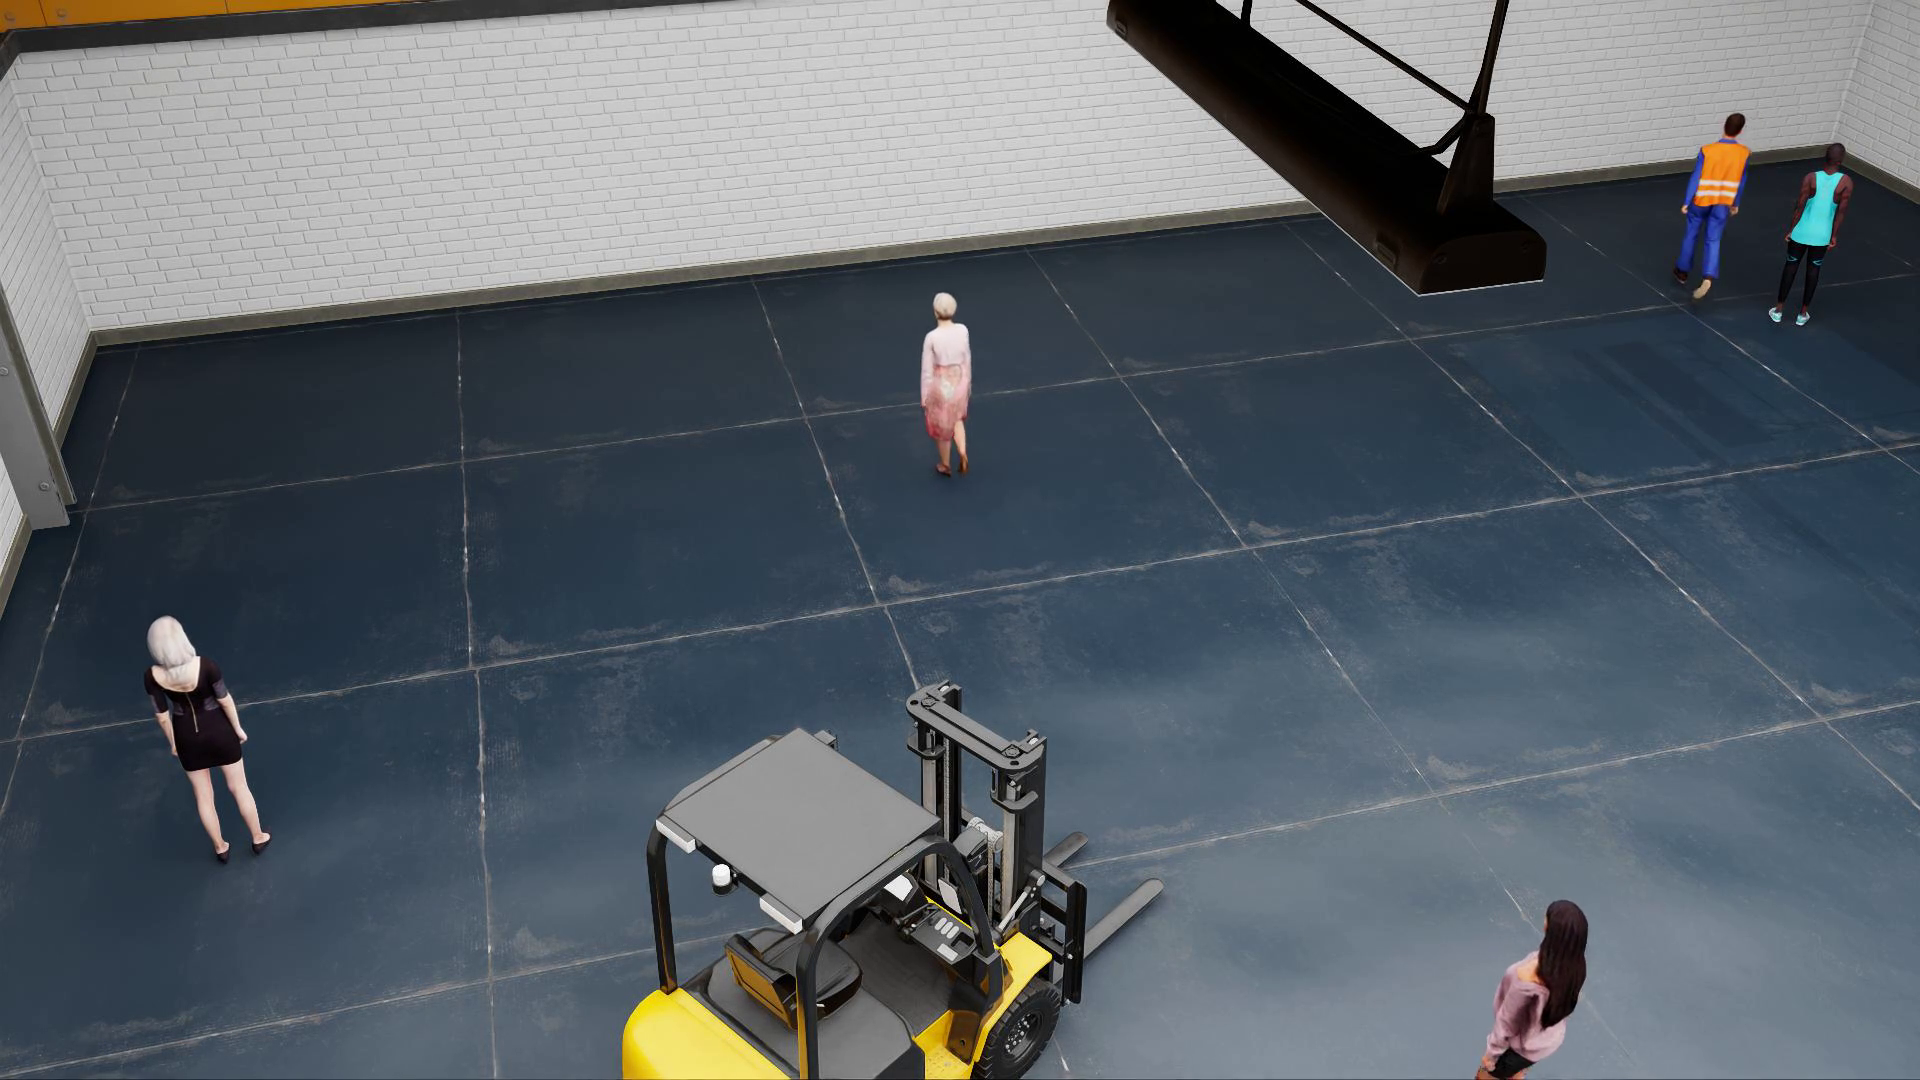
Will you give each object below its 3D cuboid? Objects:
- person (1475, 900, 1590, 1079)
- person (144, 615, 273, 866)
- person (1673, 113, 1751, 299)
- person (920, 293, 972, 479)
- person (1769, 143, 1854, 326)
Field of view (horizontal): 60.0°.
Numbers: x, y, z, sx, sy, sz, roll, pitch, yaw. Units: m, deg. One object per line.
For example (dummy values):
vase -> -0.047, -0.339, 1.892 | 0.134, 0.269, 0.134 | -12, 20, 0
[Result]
person -> 2.768, 2.473, 7.983 | 0.760, 1.799, 0.878 | -18, 38, -25
person -> -4.489, 1.187, 9.892 | 0.583, 1.828, 0.506 | -10, 35, -15
person -> 7.549, -3.317, 16.667 | 1.039, 1.830, 1.273 | 6, 34, 8
person -> -0.064, -1.208, 13.627 | 0.683, 1.683, 0.756 | -15, 37, -22
person -> 8.275, -2.970, 16.163 | 0.689, 1.810, 0.726 | 13, 36, 19
